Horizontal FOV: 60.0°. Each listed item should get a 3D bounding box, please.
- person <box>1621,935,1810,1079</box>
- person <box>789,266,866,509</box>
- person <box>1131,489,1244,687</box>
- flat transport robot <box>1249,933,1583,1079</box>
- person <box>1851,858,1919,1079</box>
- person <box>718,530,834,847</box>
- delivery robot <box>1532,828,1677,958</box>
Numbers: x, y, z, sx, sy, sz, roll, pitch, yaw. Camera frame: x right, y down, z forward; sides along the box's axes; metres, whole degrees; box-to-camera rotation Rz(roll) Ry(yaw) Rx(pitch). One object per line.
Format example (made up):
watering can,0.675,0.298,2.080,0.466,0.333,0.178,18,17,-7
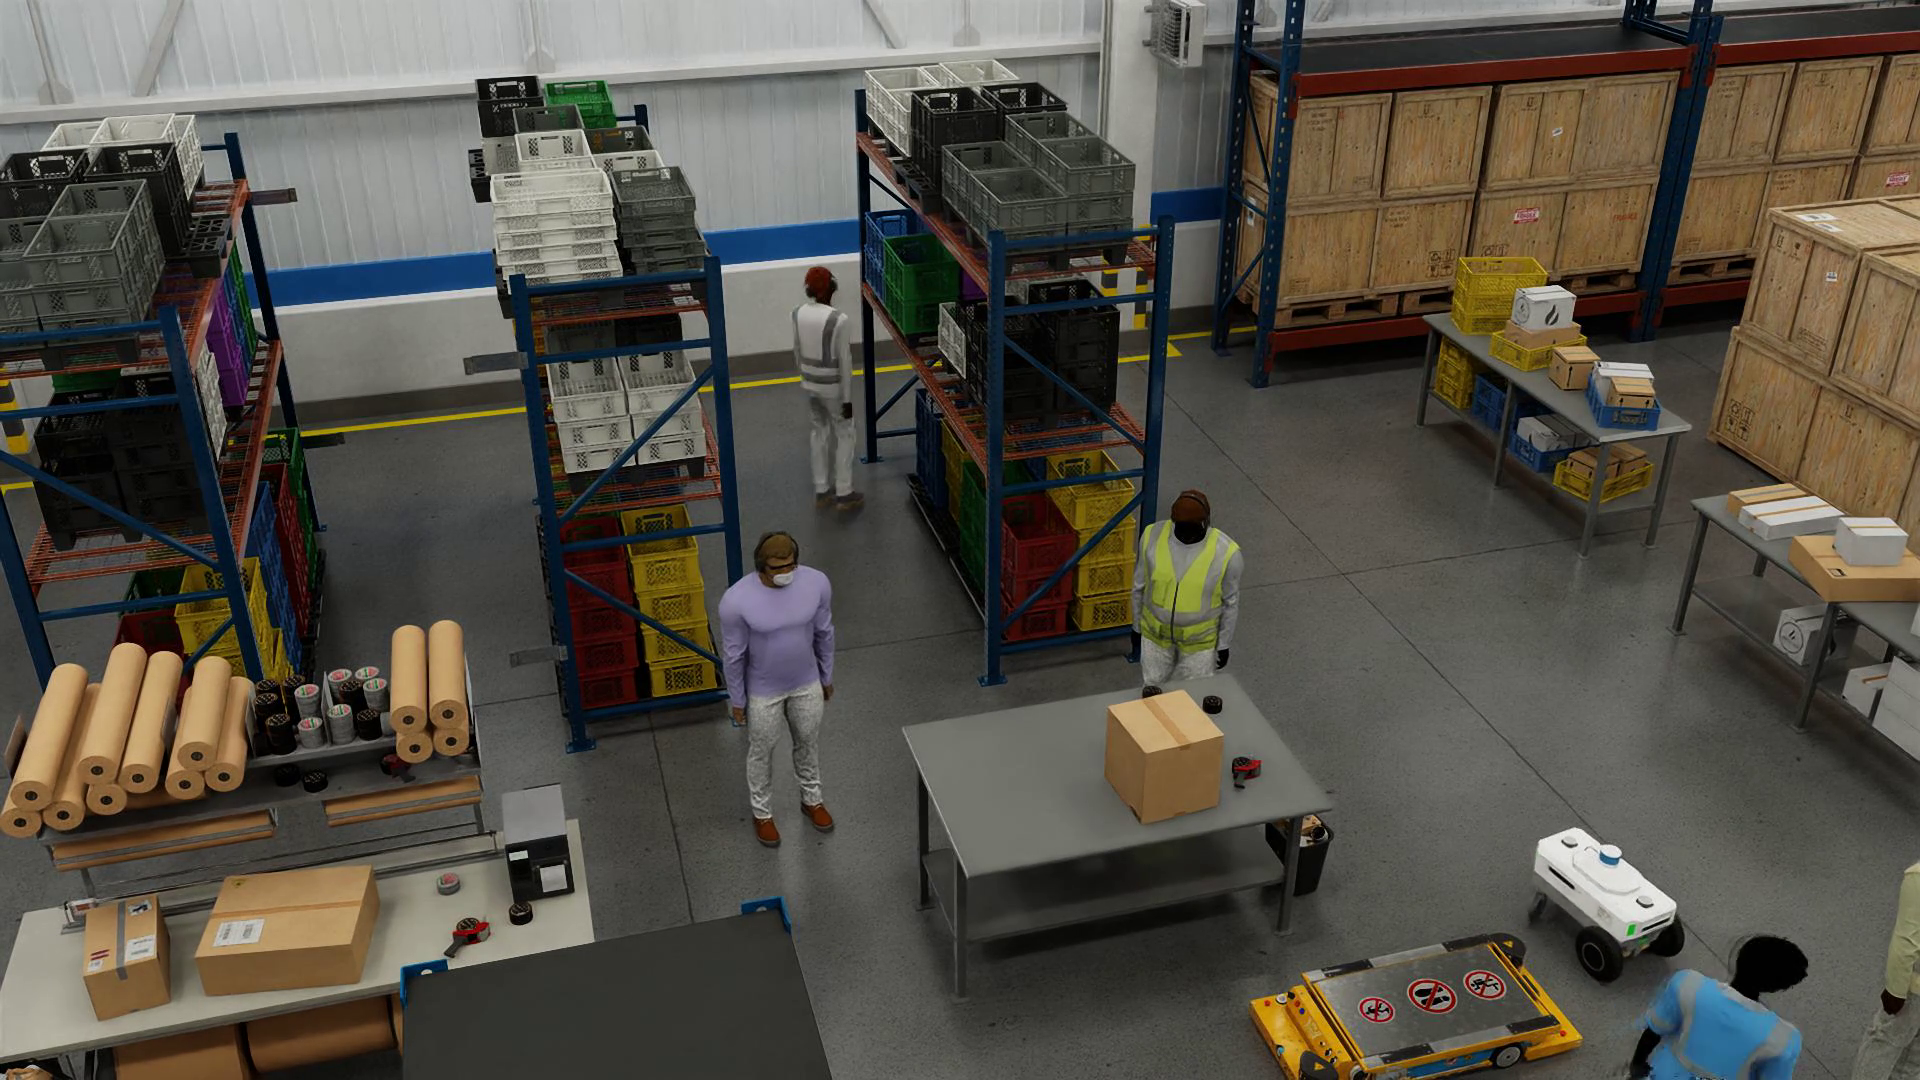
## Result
person,2.923,2.227,6.645,0.642,1.659,0.402,22,36,34
person,-1.029,-1.154,12.606,0.628,1.848,0.433,21,35,33
person,1.263,0.539,9.539,0.622,1.838,0.429,11,31,19
flat transport robot,2.184,2.282,7.980,1.431,0.197,0.652,-8,30,-14
person,4.228,1.844,7.164,0.594,1.837,0.404,-12,31,-20
person,-0.965,0.782,9.001,0.629,1.931,0.358,-13,31,-23
delivery robot,3.288,1.777,8.513,0.477,0.478,0.707,-13,31,-22
